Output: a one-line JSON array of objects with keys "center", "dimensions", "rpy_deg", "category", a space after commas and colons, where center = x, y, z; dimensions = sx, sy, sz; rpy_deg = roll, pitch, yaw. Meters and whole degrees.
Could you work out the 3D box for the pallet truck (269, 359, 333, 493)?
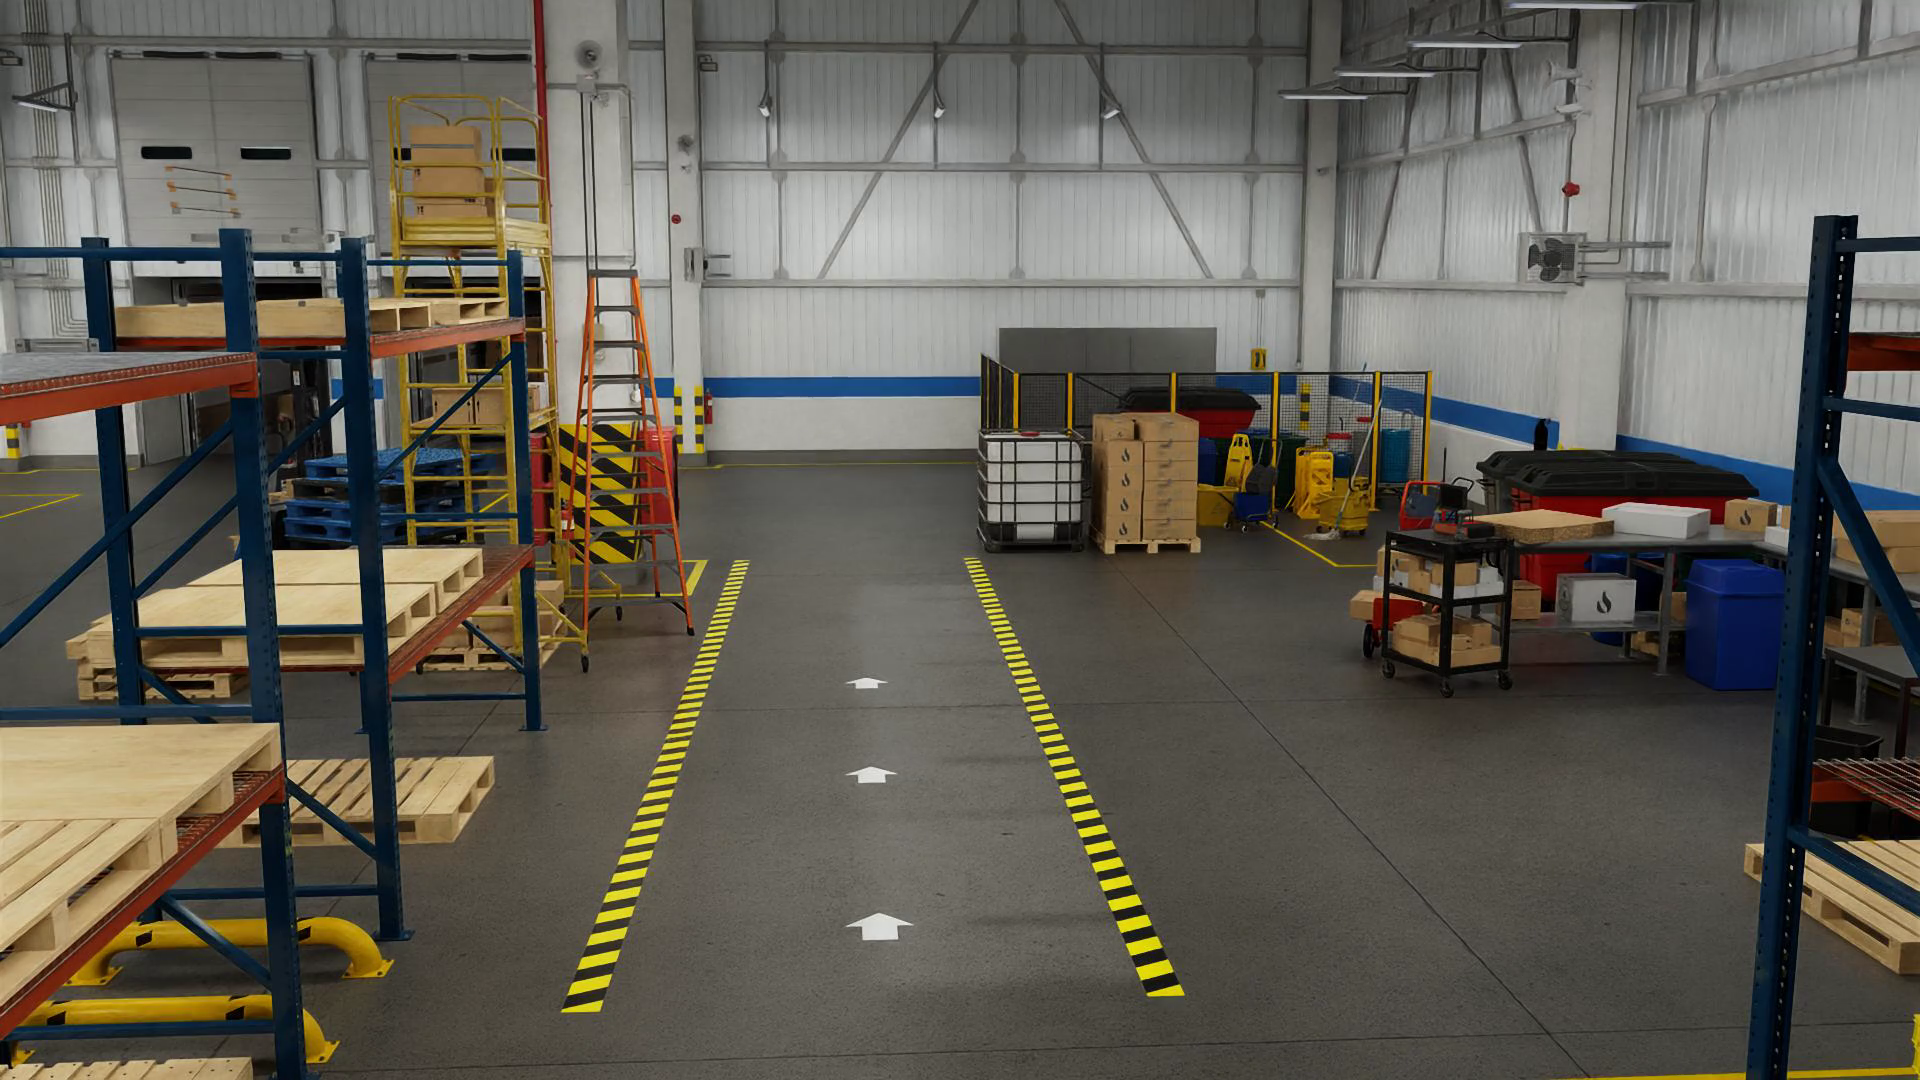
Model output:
[{"center": [-7.062, -1.131, 18.996], "dimensions": [1.885, 1.965, 0.823], "rpy_deg": [2, 9, 13], "category": "pallet truck"}]
